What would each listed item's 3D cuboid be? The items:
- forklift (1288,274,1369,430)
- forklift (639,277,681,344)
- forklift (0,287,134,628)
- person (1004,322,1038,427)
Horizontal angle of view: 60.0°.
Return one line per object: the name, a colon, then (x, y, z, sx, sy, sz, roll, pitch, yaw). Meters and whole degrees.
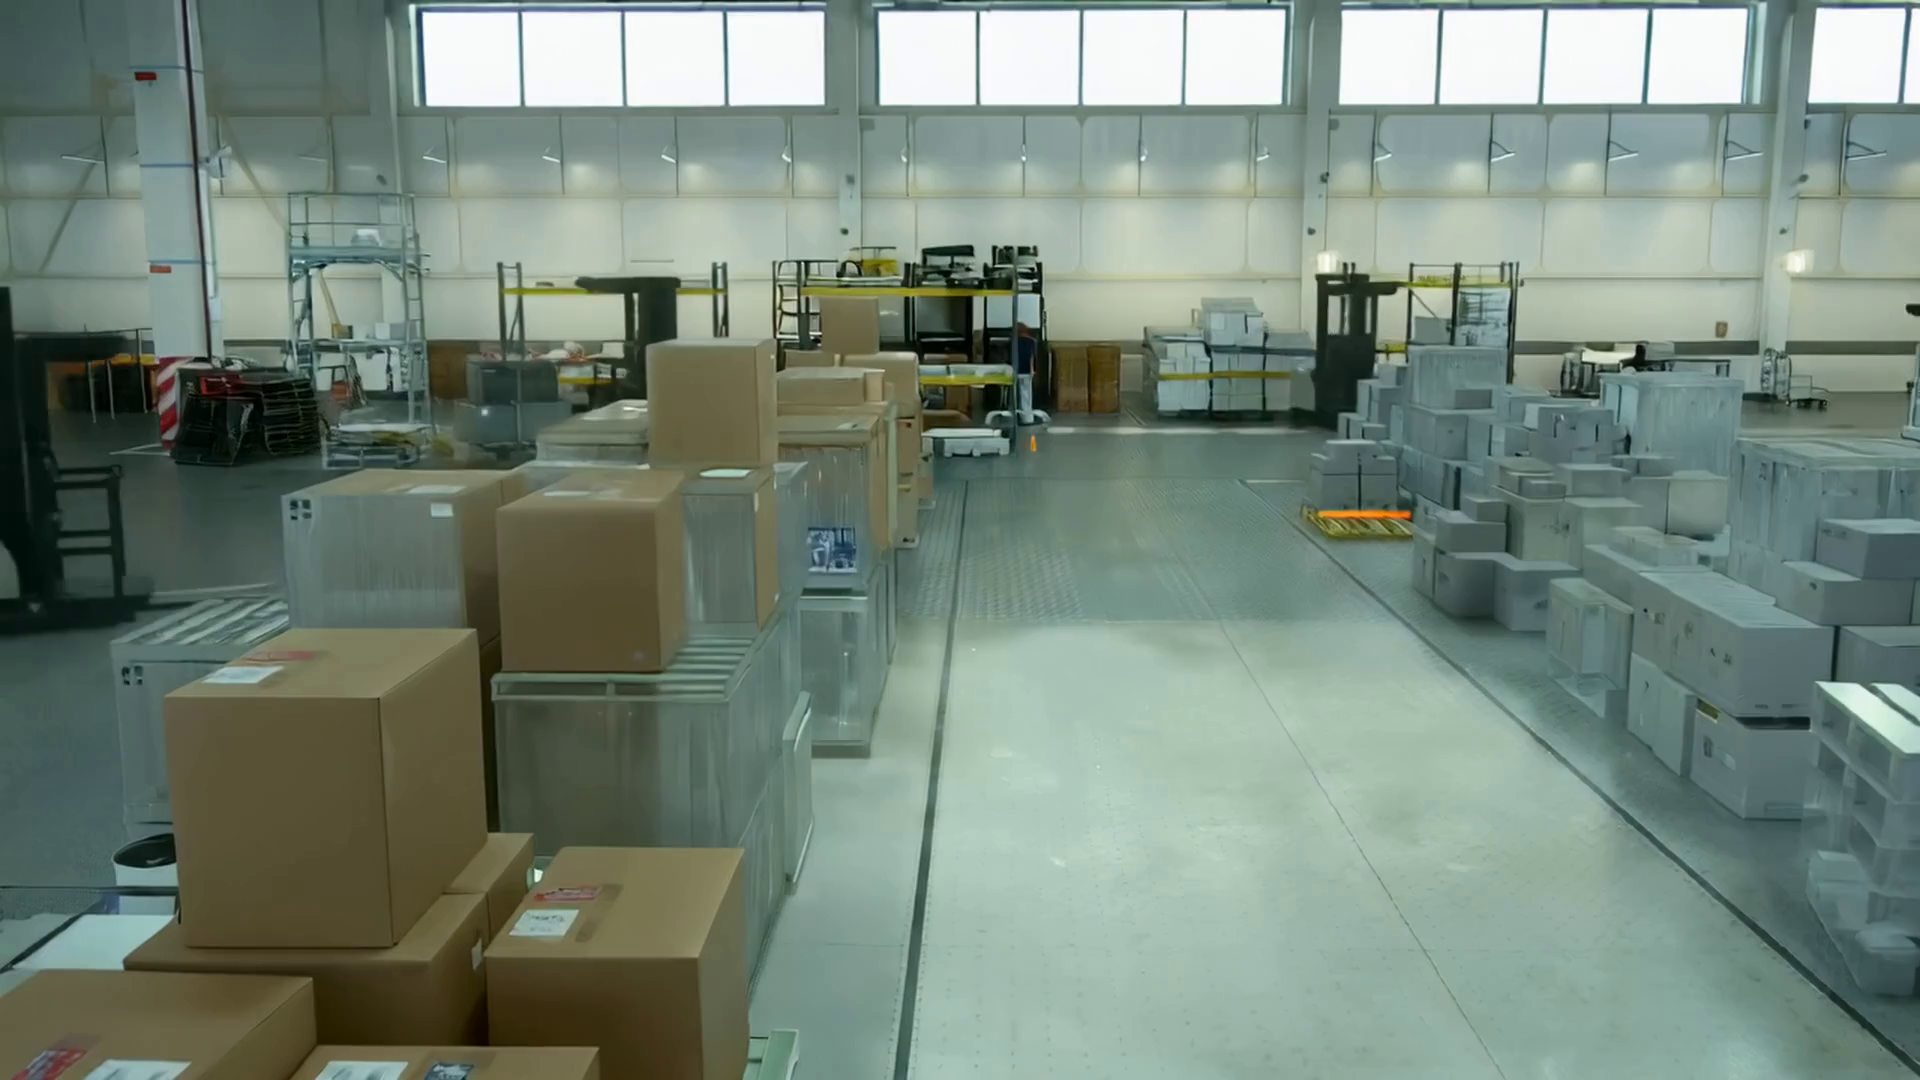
forklift: (6.970, -3.491, 30.548, 1.129, 2.768, 1.873, -3, 10, -19)
forklift: (-4.271, -2.370, 23.831, 1.873, 2.768, 1.129, -5, 11, -25)
forklift: (-7.992, -0.693, 13.784, 1.873, 2.768, 1.129, -4, 10, -24)
person: (1.123, -3.039, 30.664, 0.656, 1.937, 0.379, -4, 10, -24)
